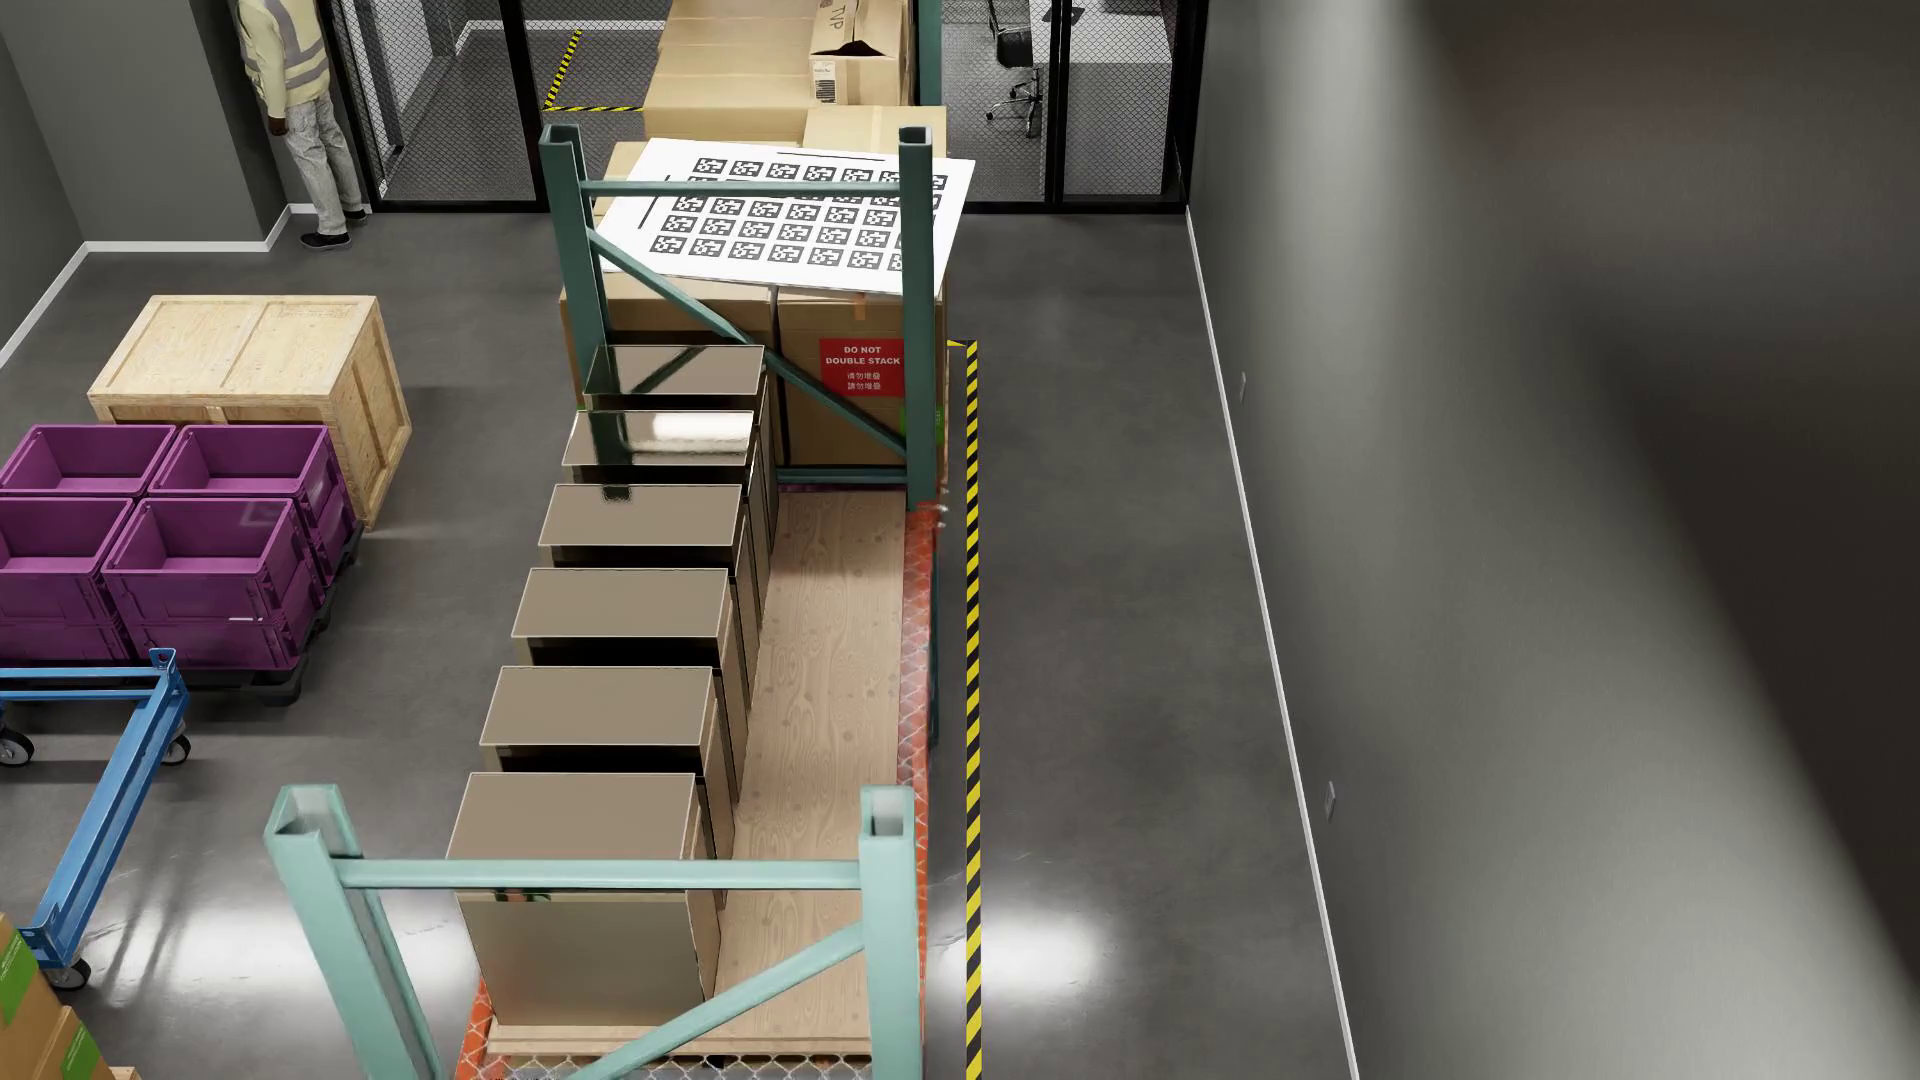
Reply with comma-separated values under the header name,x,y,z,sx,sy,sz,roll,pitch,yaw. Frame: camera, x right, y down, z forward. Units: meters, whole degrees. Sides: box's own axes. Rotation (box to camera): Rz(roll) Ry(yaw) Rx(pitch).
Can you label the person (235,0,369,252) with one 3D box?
name,x,y,z,sx,sy,sz,roll,pitch,yaw
person,-3.494,-2.388,8.696,0.403,1.830,0.600,5,41,6
